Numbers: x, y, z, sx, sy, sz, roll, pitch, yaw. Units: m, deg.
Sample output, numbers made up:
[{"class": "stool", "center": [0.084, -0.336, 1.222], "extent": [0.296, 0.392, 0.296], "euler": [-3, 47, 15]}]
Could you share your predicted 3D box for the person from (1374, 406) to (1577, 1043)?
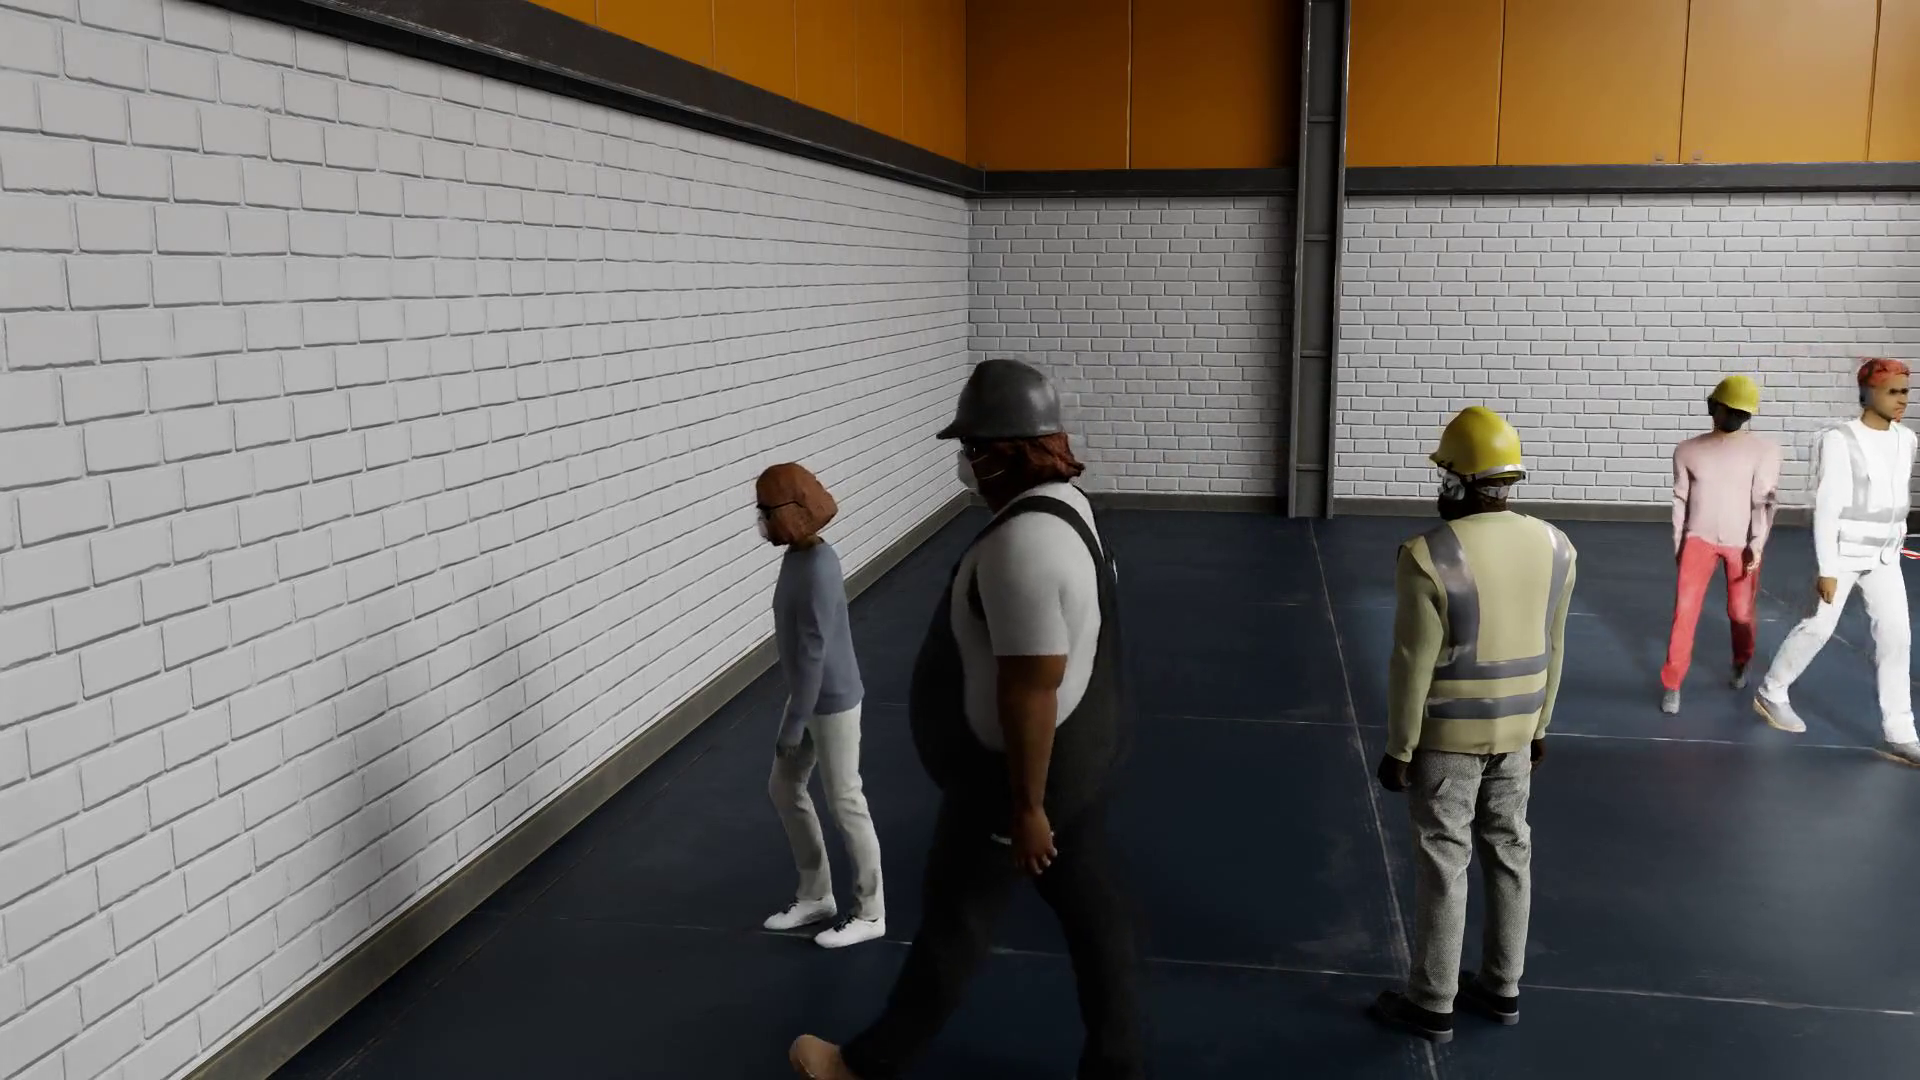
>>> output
[{"class": "person", "center": [1.464, 0.532, 4.814], "extent": [0.590, 1.837, 0.403], "euler": [-4, 10, -23]}]

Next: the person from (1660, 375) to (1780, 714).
[{"class": "person", "center": [3.915, -0.002, 8.562], "extent": [0.512, 1.704, 0.891], "euler": [6, 11, 31]}]

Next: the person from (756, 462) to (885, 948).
[{"class": "person", "center": [-0.461, 0.545, 5.437], "extent": [0.397, 1.612, 0.514], "euler": [-3, 10, -20]}]

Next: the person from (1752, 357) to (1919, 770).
[{"class": "person", "center": [4.125, 0.071, 7.711], "extent": [0.587, 1.840, 0.983], "euler": [-3, 10, -19]}]

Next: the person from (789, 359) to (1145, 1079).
[{"class": "person", "center": [0.053, 0.518, 4.272], "extent": [0.975, 2.000, 0.710], "euler": [3, 10, 18]}]
